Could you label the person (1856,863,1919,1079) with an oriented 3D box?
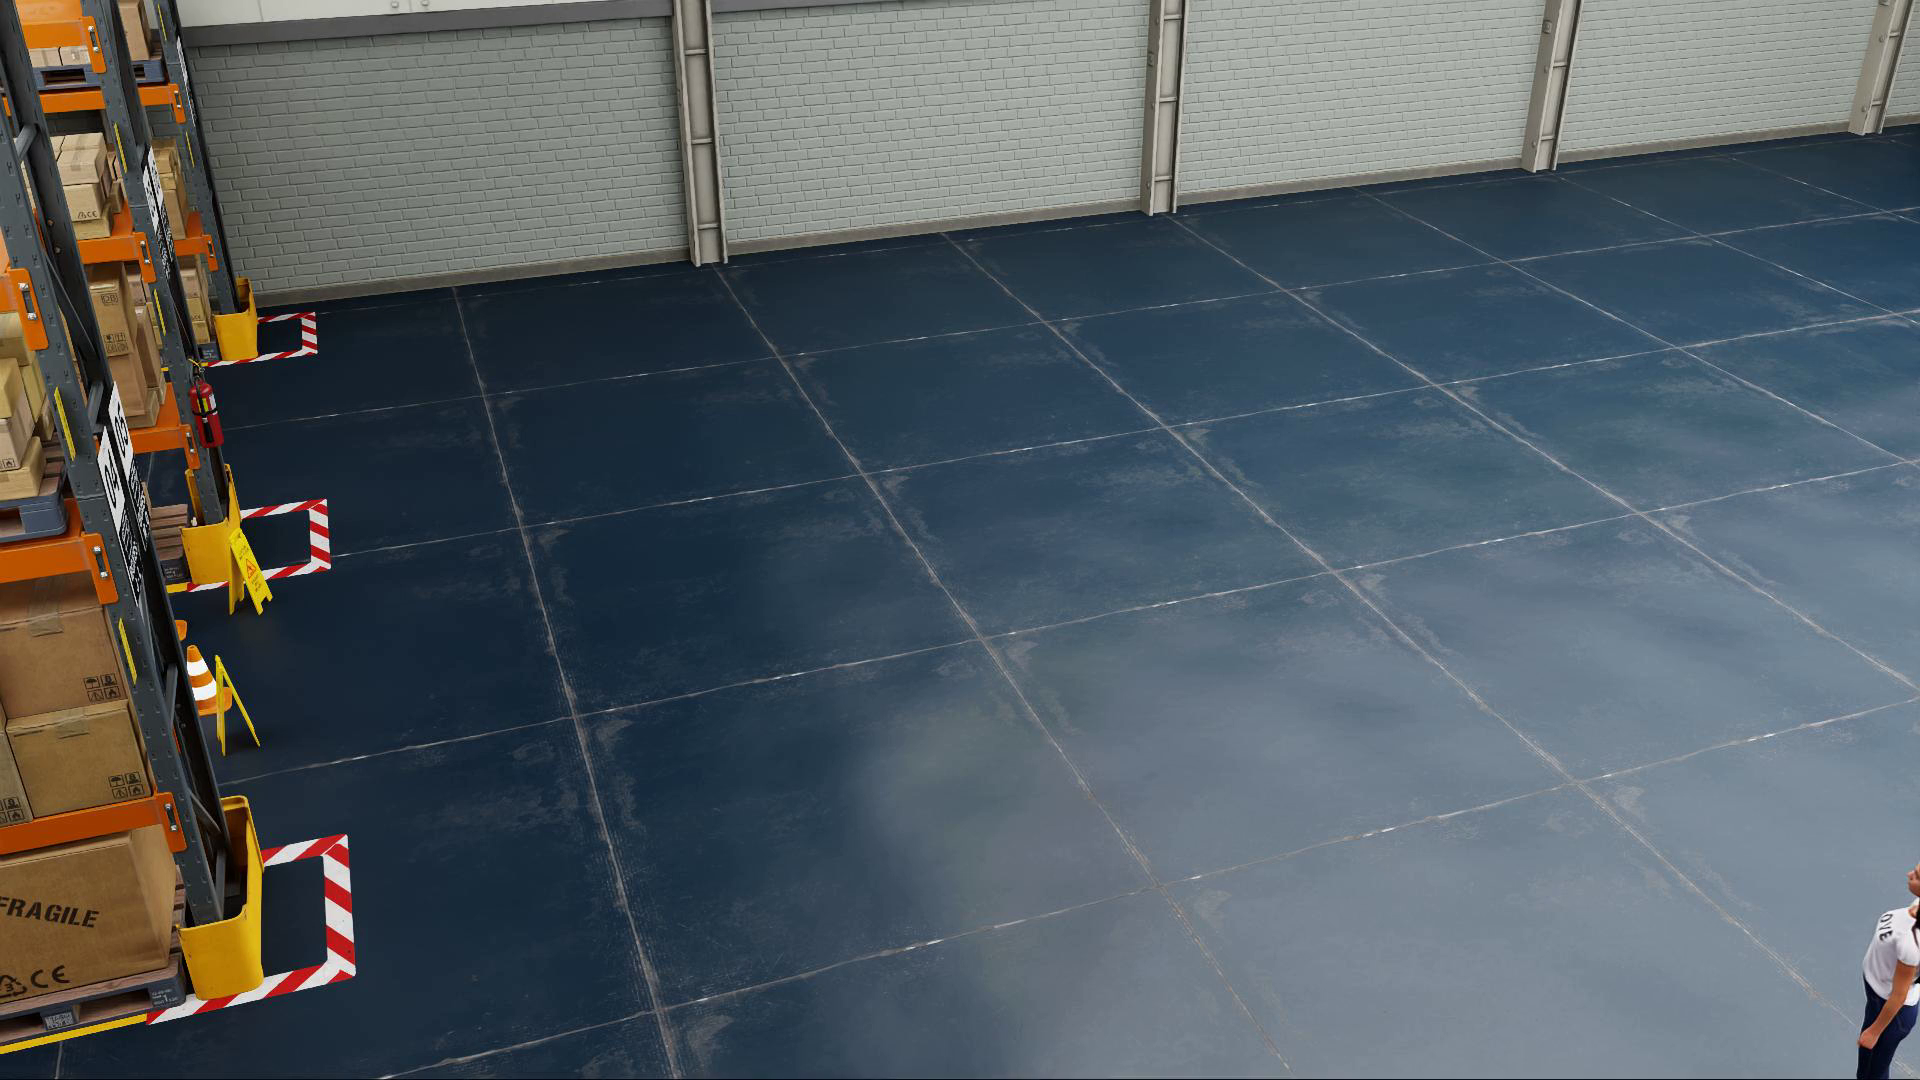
[{"bbox_3d":[4.347,2.189,7.760,0.726,1.775,0.635,18,33,30],"label":"person"}]
